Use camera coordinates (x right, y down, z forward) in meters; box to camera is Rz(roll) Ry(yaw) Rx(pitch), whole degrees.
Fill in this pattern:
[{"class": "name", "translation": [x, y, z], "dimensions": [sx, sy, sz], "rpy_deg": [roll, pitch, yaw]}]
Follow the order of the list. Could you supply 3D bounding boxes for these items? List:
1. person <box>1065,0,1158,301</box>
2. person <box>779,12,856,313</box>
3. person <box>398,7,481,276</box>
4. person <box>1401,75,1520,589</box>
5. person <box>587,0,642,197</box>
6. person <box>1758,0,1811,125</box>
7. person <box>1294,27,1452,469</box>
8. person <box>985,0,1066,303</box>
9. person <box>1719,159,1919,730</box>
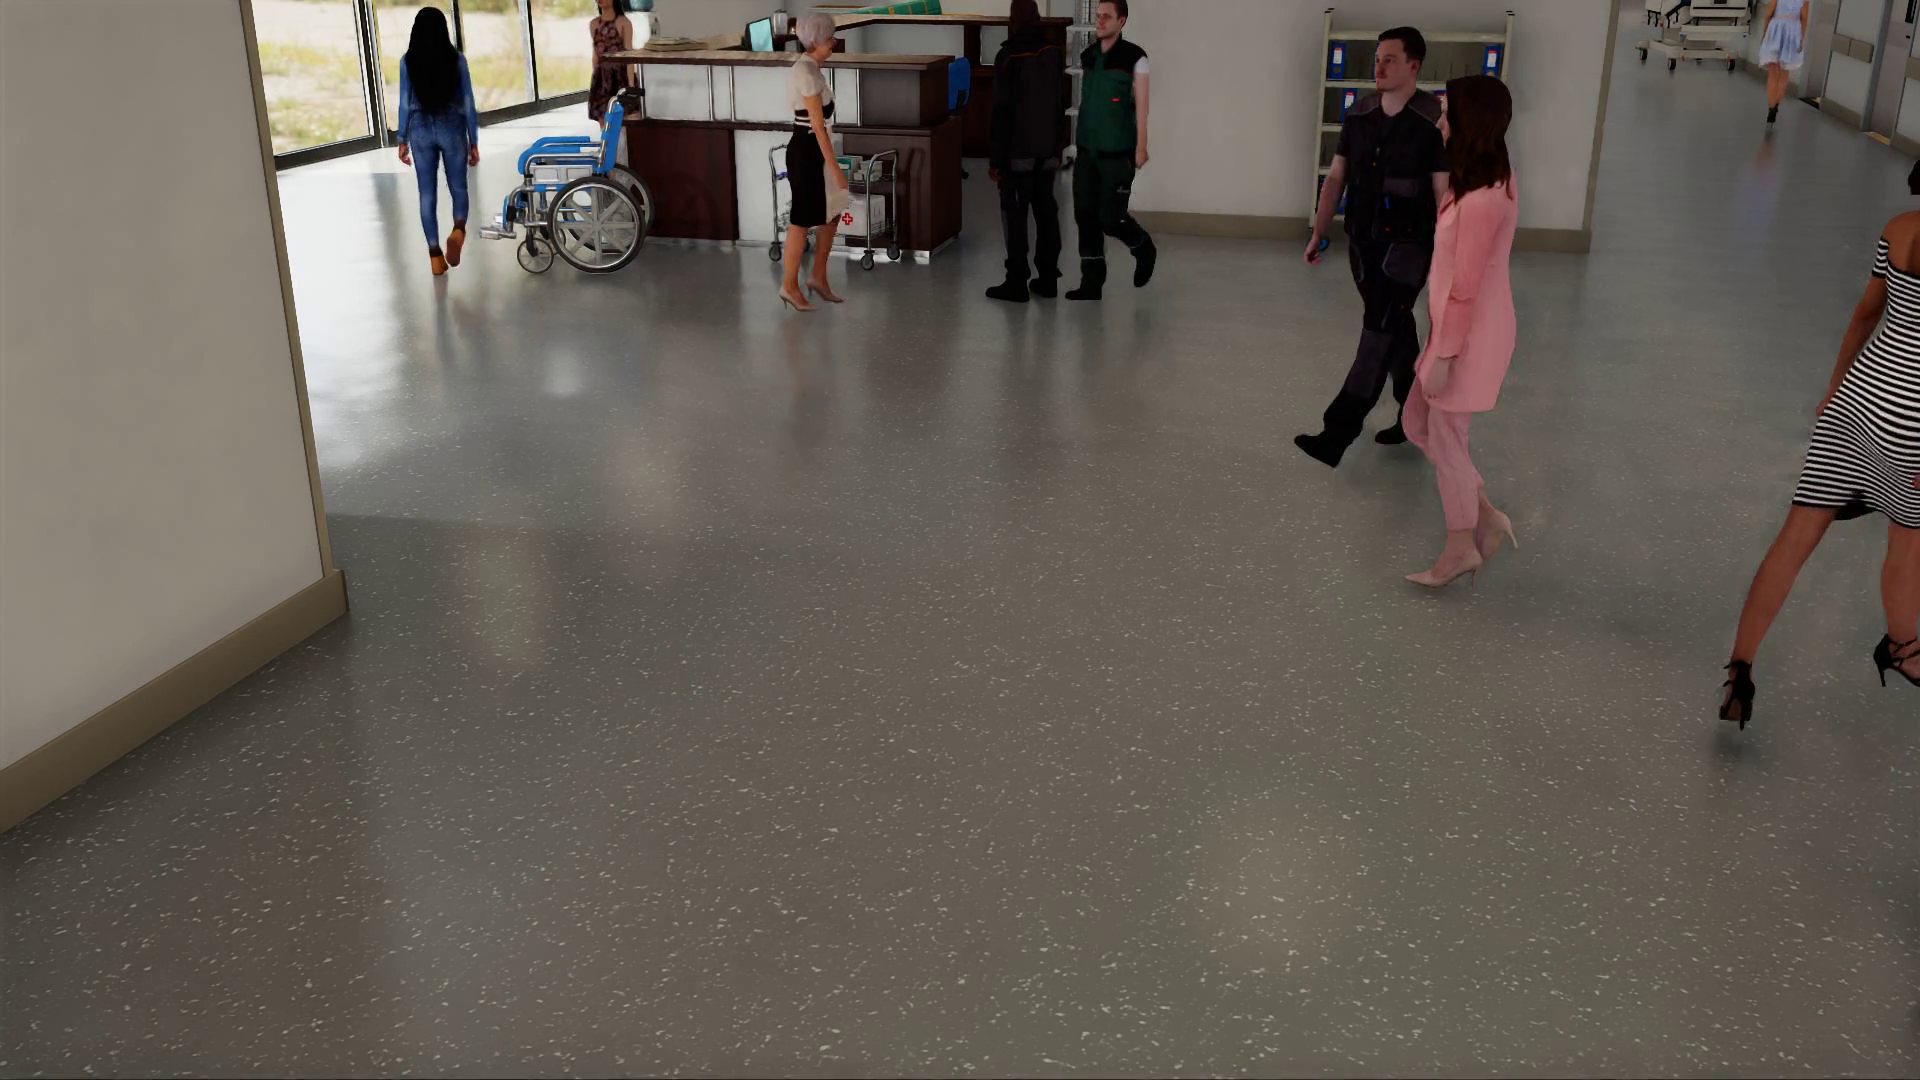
[{"class": "person", "translation": [0.937, -2.365, 10.102], "dimensions": [0.969, 1.823, 0.980], "rpy_deg": [-19, 28, -41]}, {"class": "person", "translation": [-0.982, -2.176, 9.732], "dimensions": [0.771, 1.730, 0.729], "rpy_deg": [-1, 21, -2]}, {"class": "person", "translation": [-3.349, -2.546, 10.758], "dimensions": [0.903, 1.696, 0.940], "rpy_deg": [-8, 22, -19]}, {"class": "person", "translation": [1.785, -0.626, 5.570], "dimensions": [0.667, 1.780, 0.642], "rpy_deg": [9, 22, 22]}, {"class": "person", "translation": [-2.760, -3.647, 13.587], "dimensions": [1.012, 1.750, 0.678], "rpy_deg": [6, 22, 16]}, {"class": "person", "translation": [9.068, -5.453, 18.346], "dimensions": [1.149, 1.758, 0.823], "rpy_deg": [10, 23, 24]}, {"class": "person", "translation": [1.897, -1.222, 7.118], "dimensions": [1.250, 1.798, 1.229], "rpy_deg": [-13, 25, -31]}, {"class": "person", "translation": [0.416, -2.381, 10.143], "dimensions": [0.778, 1.823, 0.824], "rpy_deg": [-13, 24, -31]}, {"class": "person", "translation": [2.498, -0.245, 4.601], "dimensions": [1.226, 1.754, 1.126], "rpy_deg": [-11, 23, -26]}]
